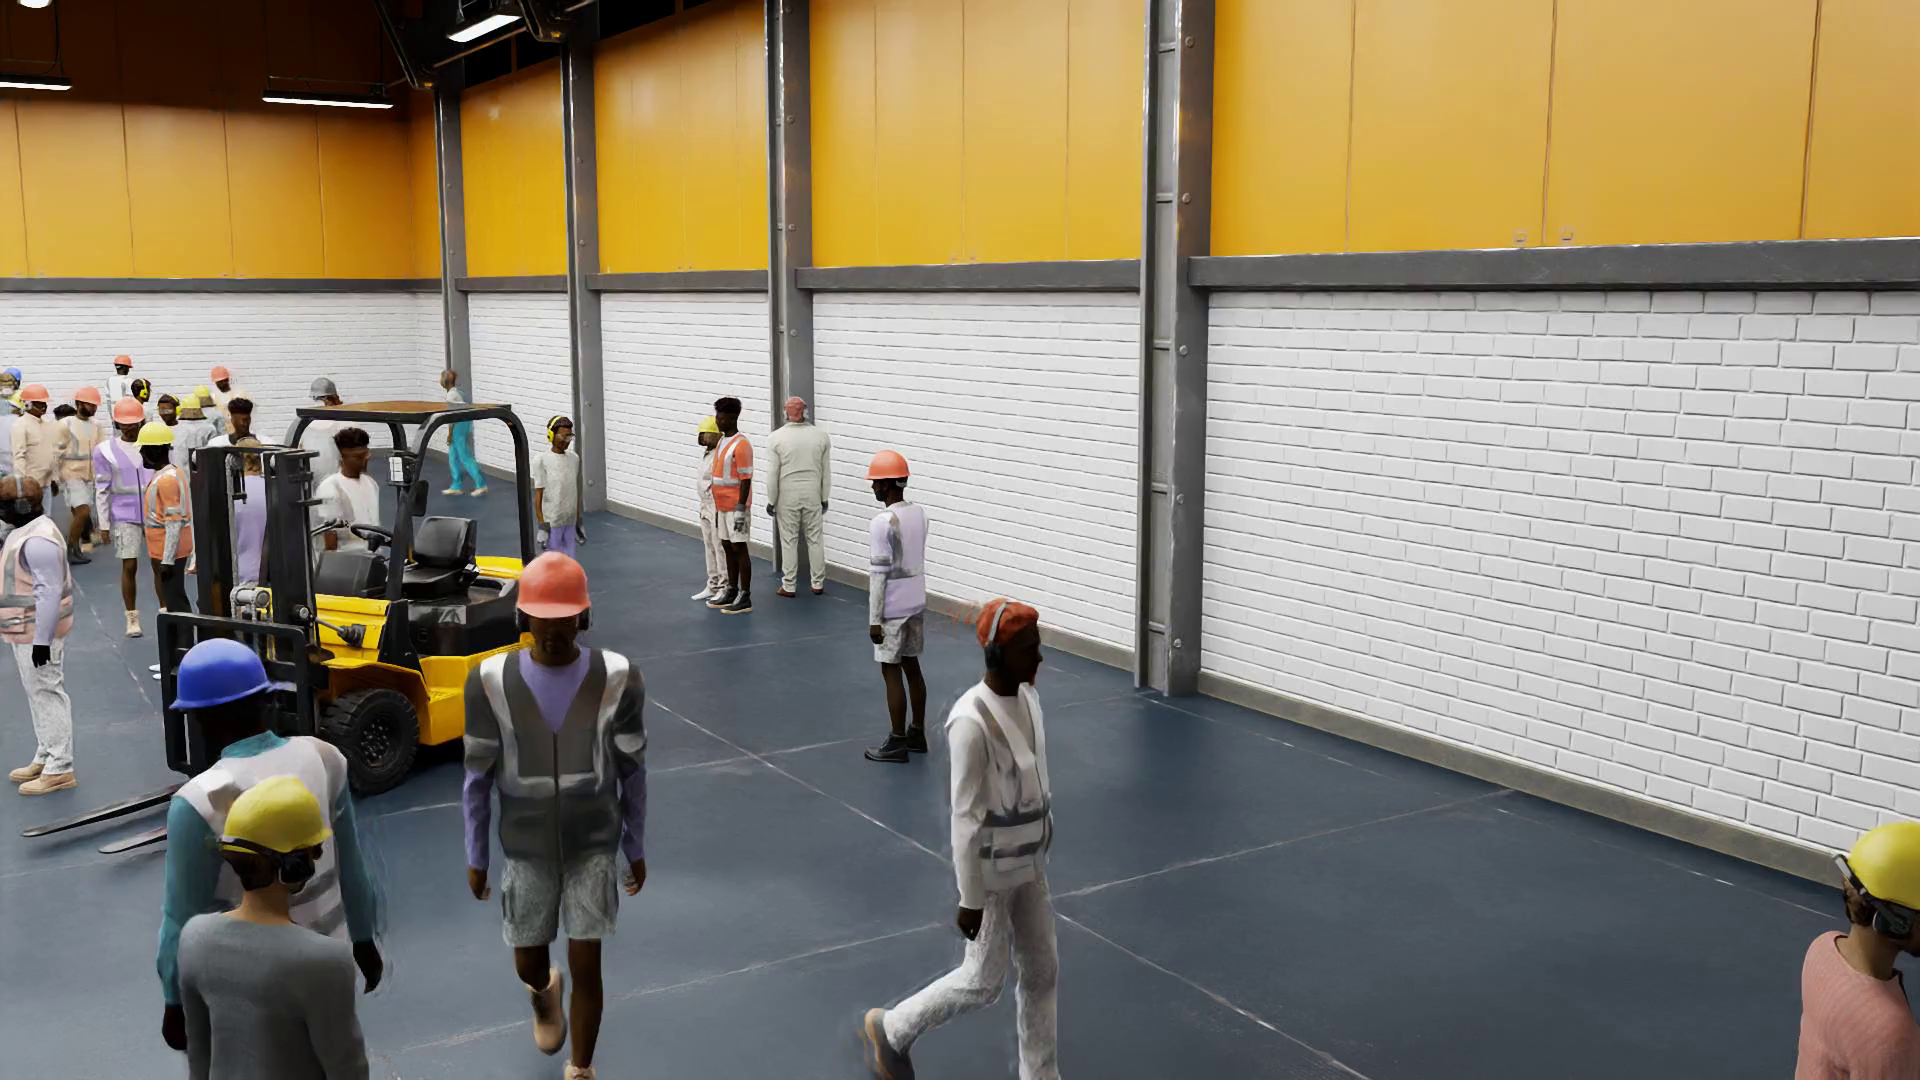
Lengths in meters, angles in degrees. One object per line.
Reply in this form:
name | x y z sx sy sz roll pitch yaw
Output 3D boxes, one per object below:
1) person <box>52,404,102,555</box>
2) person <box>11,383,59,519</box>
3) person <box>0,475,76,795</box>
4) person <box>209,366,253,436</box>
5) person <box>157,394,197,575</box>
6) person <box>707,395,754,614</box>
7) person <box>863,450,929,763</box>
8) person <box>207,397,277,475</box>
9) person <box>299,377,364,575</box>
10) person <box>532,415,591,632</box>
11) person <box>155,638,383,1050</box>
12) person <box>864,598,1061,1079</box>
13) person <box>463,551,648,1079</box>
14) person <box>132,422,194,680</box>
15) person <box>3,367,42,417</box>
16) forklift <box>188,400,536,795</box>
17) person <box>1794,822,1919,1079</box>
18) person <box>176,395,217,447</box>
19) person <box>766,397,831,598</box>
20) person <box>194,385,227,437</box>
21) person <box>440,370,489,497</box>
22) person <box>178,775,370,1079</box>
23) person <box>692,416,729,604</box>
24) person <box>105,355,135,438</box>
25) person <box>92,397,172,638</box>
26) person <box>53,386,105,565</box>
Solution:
person | -9.727 -0.663 18.284 0.395 1.667 0.562 2 9 13
person | -9.348 -0.598 16.865 0.423 1.981 0.635 -1 8 -3
person | -5.373 0.540 9.636 0.429 1.840 0.637 -6 10 -35
person | -9.997 -1.463 22.949 0.603 1.896 0.828 0 8 2
person | -8.025 -0.565 17.032 0.516 1.861 0.321 1 9 7
person | -2.067 -0.322 15.022 0.367 1.967 0.606 -5 10 -29
person | -0.412 0.407 10.261 0.390 1.929 0.540 5 10 31
person | -6.395 -0.308 14.931 0.648 1.962 0.366 -4 9 -26
person | -6.426 -0.640 16.916 0.683 2.000 0.536 1 9 9
person | -3.351 -0.116 13.984 0.329 1.865 0.508 5 10 31
person | -2.102 1.220 4.902 1.001 1.882 0.632 3 9 22
person | 0.083 1.111 5.729 0.805 1.861 0.586 4 9 26
person | -1.394 1.017 5.798 0.624 2.027 0.731 -2 9 -12
person | -5.949 0.077 12.463 0.369 1.926 0.591 -4 10 -28
person | -12.057 -1.237 21.286 0.608 1.940 0.416 -5 10 -29
forklift | -3.529 0.258 10.348 1.214 2.155 2.313 4 9 25
person | 1.992 1.467 3.682 0.344 1.756 0.532 2 9 13
person | -8.605 -0.759 18.722 0.493 1.741 0.316 -6 10 -34
person | -1.548 -0.406 15.802 0.642 1.905 0.399 -4 9 -24
person | -9.540 -1.102 21.068 0.504 1.722 0.583 -1 9 -9
person | -7.054 -1.518 23.662 0.692 1.812 0.530 -1 9 -7
person | -1.597 1.427 3.950 0.526 1.758 0.343 4 9 25
person | -2.306 -0.276 15.455 0.288 1.746 0.485 -5 10 -31
person | -13.005 -1.918 25.915 0.543 1.928 0.373 3 9 18
person | -6.884 -0.188 13.935 0.612 2.029 0.409 -6 10 -34
person | -9.299 -0.675 17.607 0.578 1.899 0.556 2 9 15
